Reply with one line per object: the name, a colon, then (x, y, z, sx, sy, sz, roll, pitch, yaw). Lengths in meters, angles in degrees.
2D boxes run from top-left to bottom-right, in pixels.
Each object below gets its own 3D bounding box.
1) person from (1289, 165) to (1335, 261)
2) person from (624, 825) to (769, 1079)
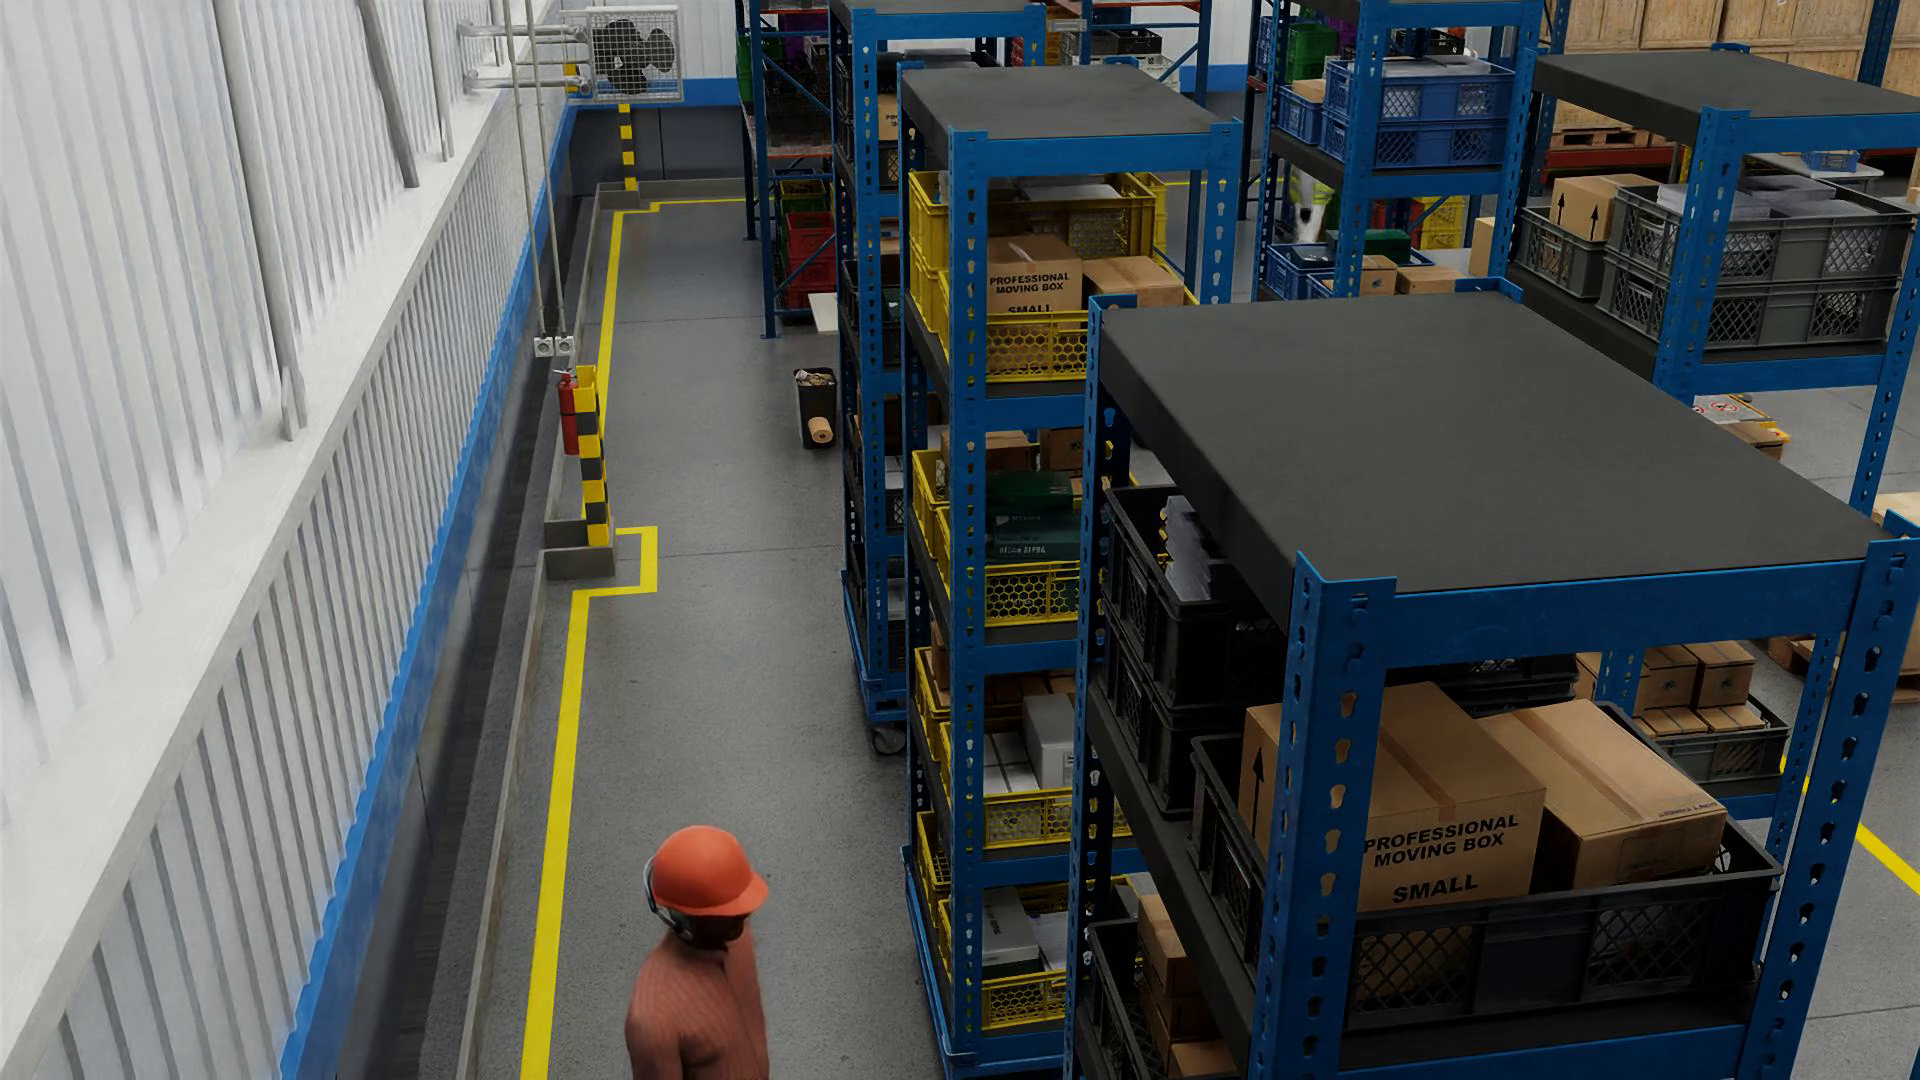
person: (3.225, -3.126, 15.197, 0.429, 1.840, 0.634, 10, 27, 21)
person: (-0.685, 1.644, 4.645, 0.393, 1.995, 0.612, 6, 25, 13)
